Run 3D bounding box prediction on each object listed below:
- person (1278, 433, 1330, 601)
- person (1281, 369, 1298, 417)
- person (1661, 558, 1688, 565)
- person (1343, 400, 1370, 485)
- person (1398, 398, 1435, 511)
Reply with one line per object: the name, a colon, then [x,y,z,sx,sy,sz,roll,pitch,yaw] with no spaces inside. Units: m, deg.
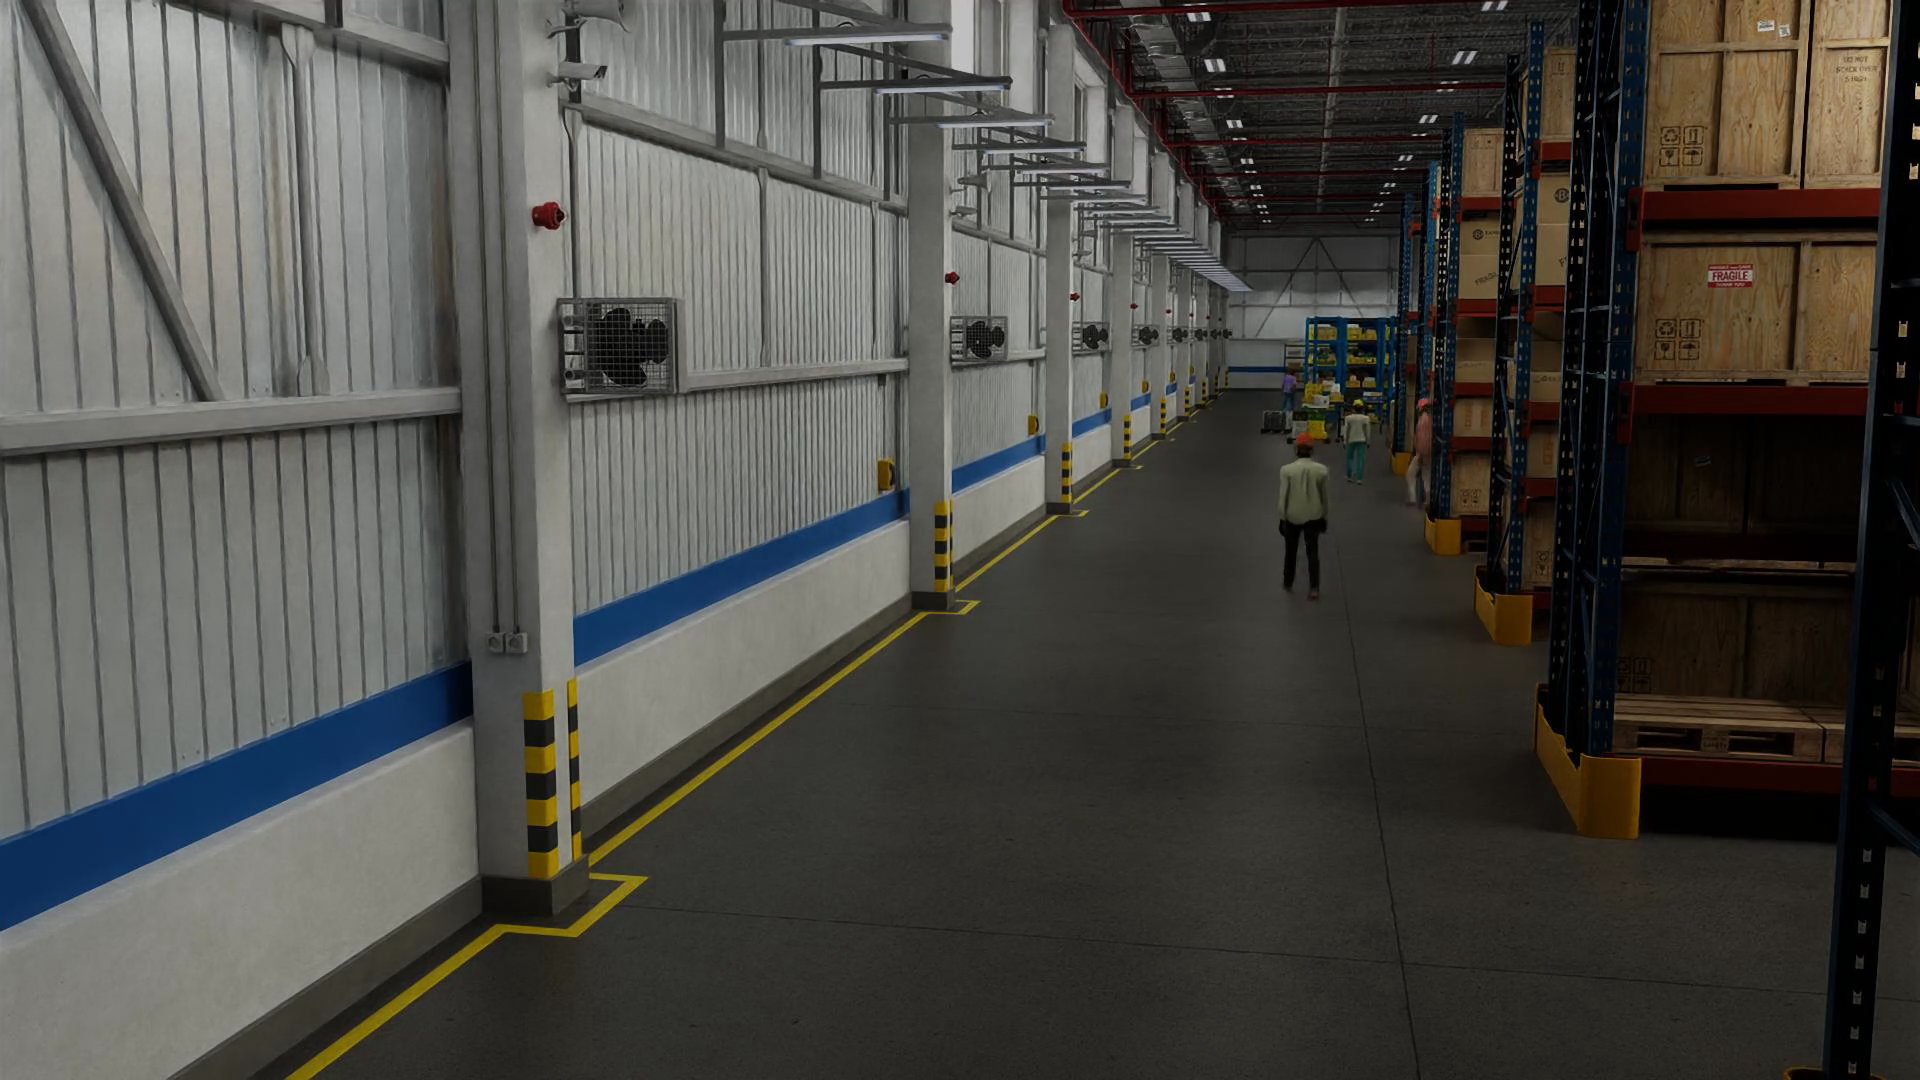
person: [4.014,-0.275,19.364,0.629,1.941,1.028,0,7,0]
person: [11.859,-5.264,59.835,0.676,1.783,0.946,7,10,44]
person: [5.492,0.715,12.751,0.852,1.601,0.519,1,7,8]
person: [8.126,-2.006,34.075,0.552,1.716,0.920,1,7,8]
person: [7.966,-1.489,28.951,0.754,1.957,0.641,5,9,37]
